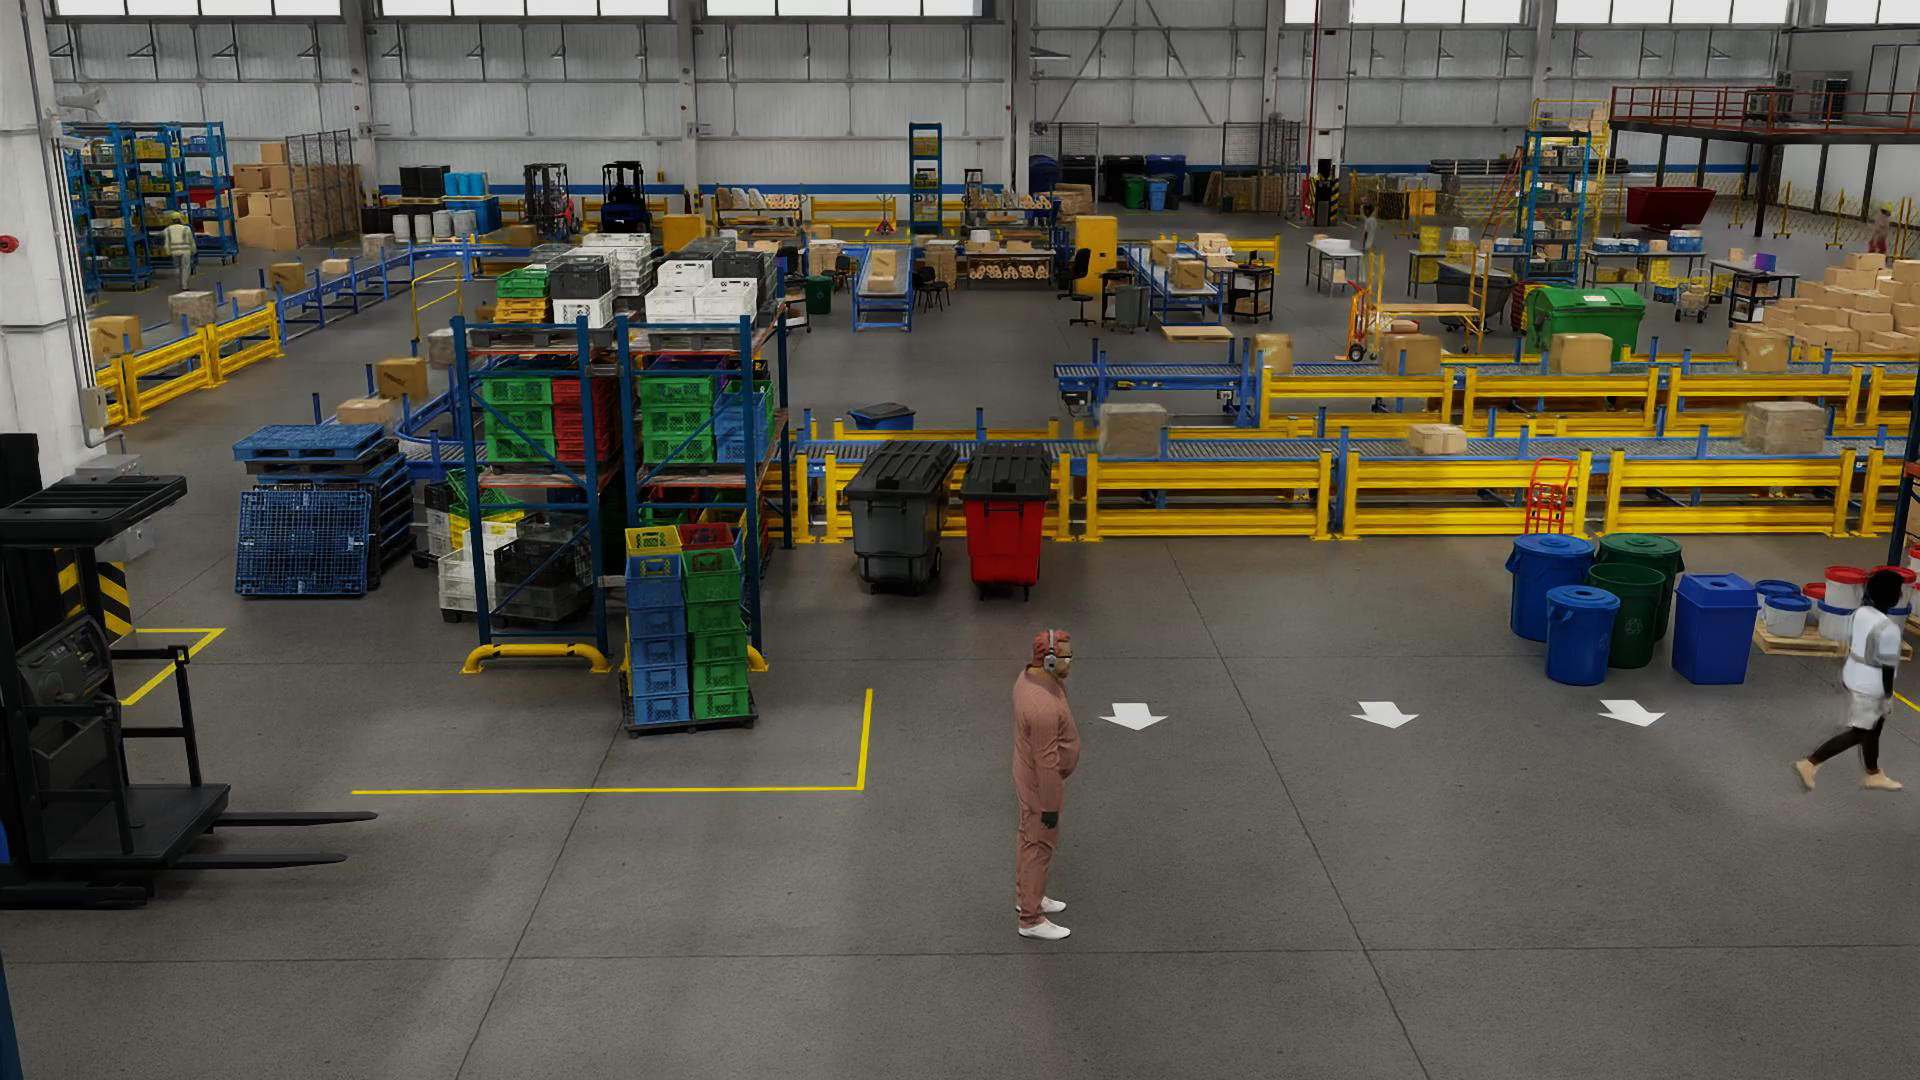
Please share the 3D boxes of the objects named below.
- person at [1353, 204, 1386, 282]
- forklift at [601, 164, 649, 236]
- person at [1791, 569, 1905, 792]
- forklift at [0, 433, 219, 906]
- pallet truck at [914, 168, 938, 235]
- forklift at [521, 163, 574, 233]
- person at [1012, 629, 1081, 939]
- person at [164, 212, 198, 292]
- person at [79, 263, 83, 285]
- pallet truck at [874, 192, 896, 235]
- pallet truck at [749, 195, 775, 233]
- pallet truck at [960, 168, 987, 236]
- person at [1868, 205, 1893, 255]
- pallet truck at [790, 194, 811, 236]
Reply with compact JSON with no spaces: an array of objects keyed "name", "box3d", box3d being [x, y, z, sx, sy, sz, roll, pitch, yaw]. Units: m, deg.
[{"name":"person","box3d":[9.685,-6.981,39.212,0.705,1.840,0.527,14,21,40]},{"name":"forklift","box3d":[-9.948,-10.127,49.296,1.157,1.987,2.680,-1,16,-3]},{"name":"person","box3d":[6.340,1.006,11.714,0.783,1.670,0.533,2,16,6]},{"name":"forklift","box3d":[-5.952,0.780,10.366,1.873,2.768,1.129,0,16,-1]},{"name":"pallet truck","box3d":[-0.989,-10.316,50.507,0.823,1.965,1.885,1,16,3]},{"name":"forklift","box3d":[-12.233,-10.122,49.298,1.157,1.987,2.680,0,16,-1]},{"name":"person","box3d":[0.514,1.432,9.861,0.399,1.900,0.636,-2,16,-6]},{"name":"person","box3d":[-17.631,-6.534,37.730,0.597,1.786,0.915,-2,16,-7]},{"name":"person","box3d":[-17.562,-5.121,32.484,0.664,1.968,0.726,3,16,9]},{"name":"pallet truck","box3d":[-2.277,-9.986,50.594,0.653,1.274,1.630,0,16,-1]},{"name":"pallet truck","box3d":[-6.051,-9.967,50.660,0.680,1.201,1.601,0,16,-1]},{"name":"pallet truck","box3d":[0.383,-10.230,50.206,0.823,1.965,1.885,-1,16,-3]},{"name":"person","box3d":[22.358,-7.248,40.330,0.578,1.717,0.786,-7,17,-22]},{"name":"pallet truck","box3d":[-4.814,-9.883,50.259,0.704,1.261,1.522,-1,16,-3]}]
